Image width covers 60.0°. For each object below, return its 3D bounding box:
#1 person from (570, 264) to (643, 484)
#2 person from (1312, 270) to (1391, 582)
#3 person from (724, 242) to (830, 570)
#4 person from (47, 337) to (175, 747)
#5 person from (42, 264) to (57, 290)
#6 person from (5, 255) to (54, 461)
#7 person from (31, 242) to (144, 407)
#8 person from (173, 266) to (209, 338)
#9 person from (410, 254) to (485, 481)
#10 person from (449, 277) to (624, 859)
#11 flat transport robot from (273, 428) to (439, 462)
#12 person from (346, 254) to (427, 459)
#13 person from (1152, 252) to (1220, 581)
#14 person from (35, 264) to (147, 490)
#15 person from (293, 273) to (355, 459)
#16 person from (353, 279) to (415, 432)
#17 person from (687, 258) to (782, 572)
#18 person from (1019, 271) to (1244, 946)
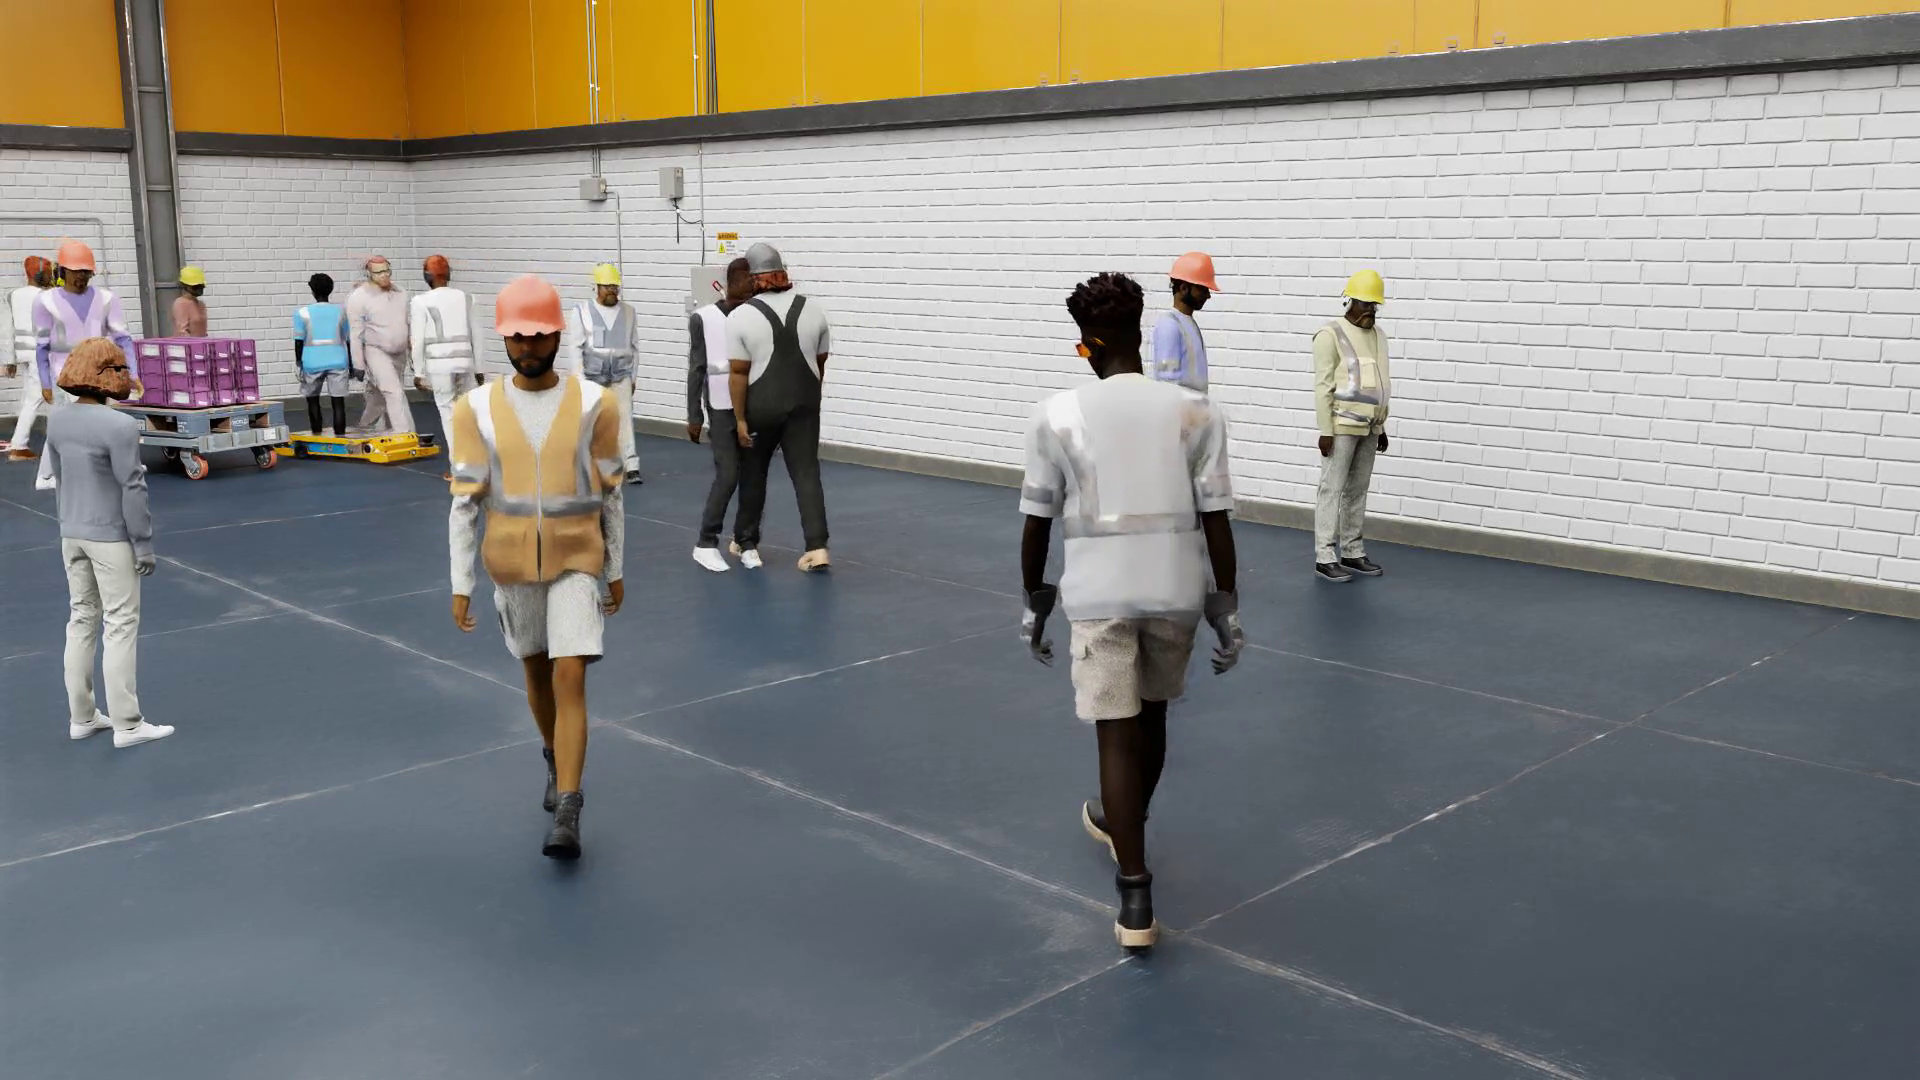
[{"bbox_3d":[-2.895,-1.364,13.675,0.593,1.795,0.805,-5,11,-23],"label":"person"},{"bbox_3d":[2.325,-0.673,9.809,0.586,1.823,0.403,-8,13,-38],"label":"person"},{"bbox_3d":[-1.108,-0.845,10.152,0.689,2.000,1.010,-5,12,-26],"label":"person"},{"bbox_3d":[-3.414,0.008,6.641,0.497,1.626,0.288,5,12,26],"label":"person"},{"bbox_3d":[-8.756,-1.814,16.199,0.470,1.745,0.559,0,10,-2],"label":"person"},{"bbox_3d":[-8.349,-1.654,15.134,0.590,1.838,0.957,4,11,22],"label":"person"},{"bbox_3d":[-6.573,-1.242,12.514,0.636,1.980,1.077,-10,14,-43],"label":"person"},{"bbox_3d":[-7.356,-1.759,15.971,0.493,1.728,0.543,0,10,2],"label":"person"},{"bbox_3d":[-4.219,-1.399,13.658,0.470,1.861,0.576,8,13,38],"label":"person"},{"bbox_3d":[-1.400,0.083,5.519,0.564,1.878,1.006,-2,11,-9],"label":"person"},{"bbox_3d":[-5.532,-0.879,15.166,1.431,0.197,0.652,5,11,25],"label":"flat transport robot"},{"bbox_3d":[-5.314,-1.683,15.224,0.961,1.863,0.635,5,12,26],"label":"person"},{"bbox_3d":[1.277,-0.665,9.478,0.368,1.929,0.542,3,11,18],"label":"person"},{"bbox_3d":[-7.026,-1.304,13.268,0.851,1.818,0.612,-2,11,-13],"label":"person"},{"bbox_3d":[-5.788,-1.586,15.172,0.549,1.674,0.669,-5,11,-25],"label":"person"},{"bbox_3d":[-5.564,-1.703,16.016,0.413,1.612,0.539,5,12,27],"label":"person"},{"bbox_3d":[-1.372,-0.754,10.097,0.665,1.881,0.495,-8,13,-37],"label":"person"},{"bbox_3d":[0.500,0.169,4.960,0.643,1.903,1.003,-2,11,-9],"label":"person"}]
